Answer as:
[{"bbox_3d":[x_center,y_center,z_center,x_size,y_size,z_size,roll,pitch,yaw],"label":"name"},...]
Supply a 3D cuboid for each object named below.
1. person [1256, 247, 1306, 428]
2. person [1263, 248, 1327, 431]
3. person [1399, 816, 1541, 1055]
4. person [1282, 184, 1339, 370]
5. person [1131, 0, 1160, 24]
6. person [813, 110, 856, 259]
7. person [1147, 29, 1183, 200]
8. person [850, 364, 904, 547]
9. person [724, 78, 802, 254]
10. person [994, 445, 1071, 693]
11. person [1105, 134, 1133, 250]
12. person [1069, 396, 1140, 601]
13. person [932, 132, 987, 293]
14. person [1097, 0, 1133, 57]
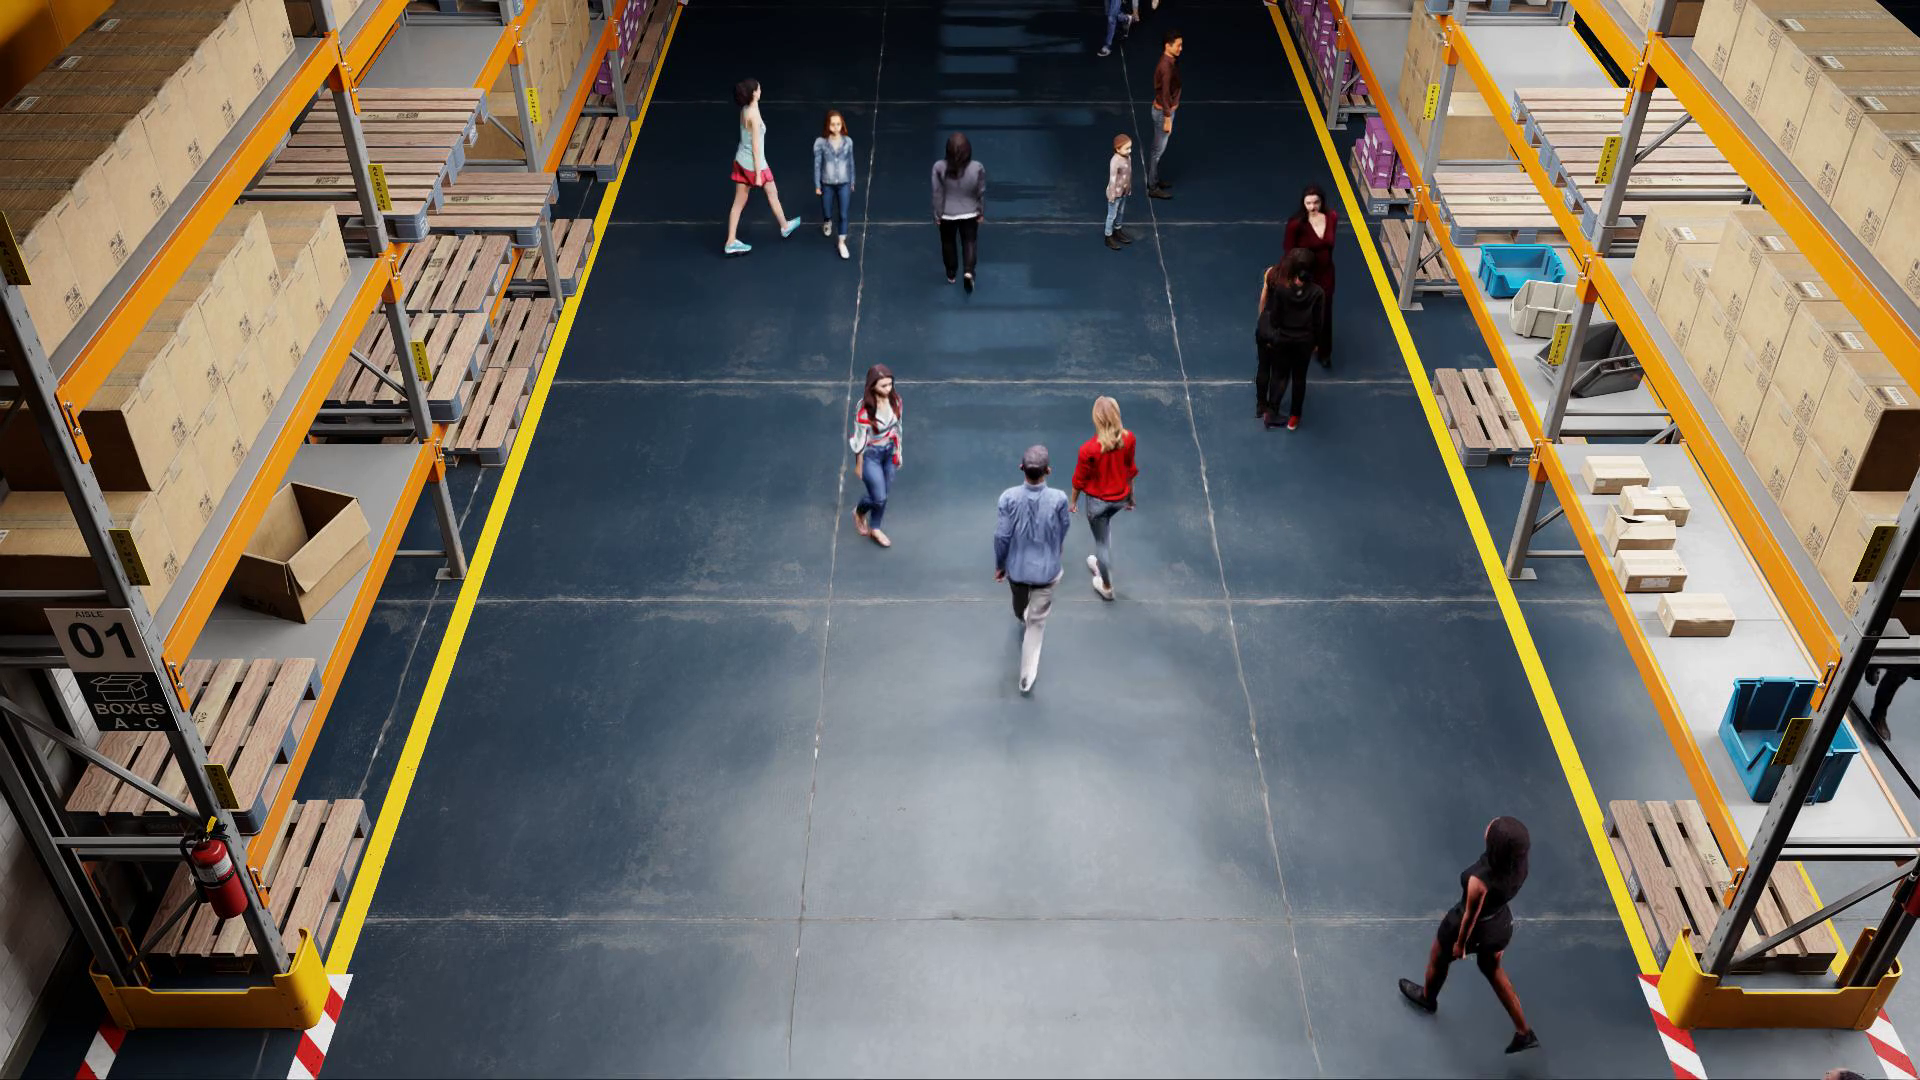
[{"bbox_3d":[2.661,-1.749,13.969,0.728,1.674,0.787,20,43,23],"label":"person"},{"bbox_3d":[2.781,-1.672,13.871,0.633,1.675,0.569,7,39,8],"label":"person"},{"bbox_3d":[2.882,2.173,9.025,1.010,1.715,1.144,-26,45,-29],"label":"person"},{"bbox_3d":[3.030,-2.411,14.765,0.871,1.714,1.084,-13,40,-16],"label":"person"},{"bbox_3d":[2.352,-7.447,21.016,0.920,1.783,0.990,30,48,32],"label":"person"},{"bbox_3d":[-1.242,-3.541,16.378,0.680,1.467,0.843,-9,39,-11],"label":"person"},{"bbox_3d":[2.101,-4.427,17.238,0.730,1.778,0.498,5,39,6],"label":"person"},{"bbox_3d":[-0.674,-0.682,12.692,0.733,1.600,0.792,-28,46,-31],"label":"person"},{"bbox_3d":[-2.092,-3.600,16.257,1.069,1.710,1.147,-17,42,-20],"label":"person"},{"bbox_3d":[0.492,0.239,11.346,0.795,1.840,1.210,6,39,8],"label":"person"},{"bbox_3d":[1.575,-3.489,16.531,0.609,1.195,0.537,26,45,29],"label":"person"},{"bbox_3d":[1.095,-0.248,12.075,0.779,1.691,0.833,-17,42,-20],"label":"person"},{"bbox_3d":[-0.015,-3.072,15.700,0.675,1.580,0.837,-2,39,-3],"label":"person"},{"bbox_3d":[1.936,-6.757,20.347,0.917,1.538,1.028,27,46,29],"label":"person"}]
